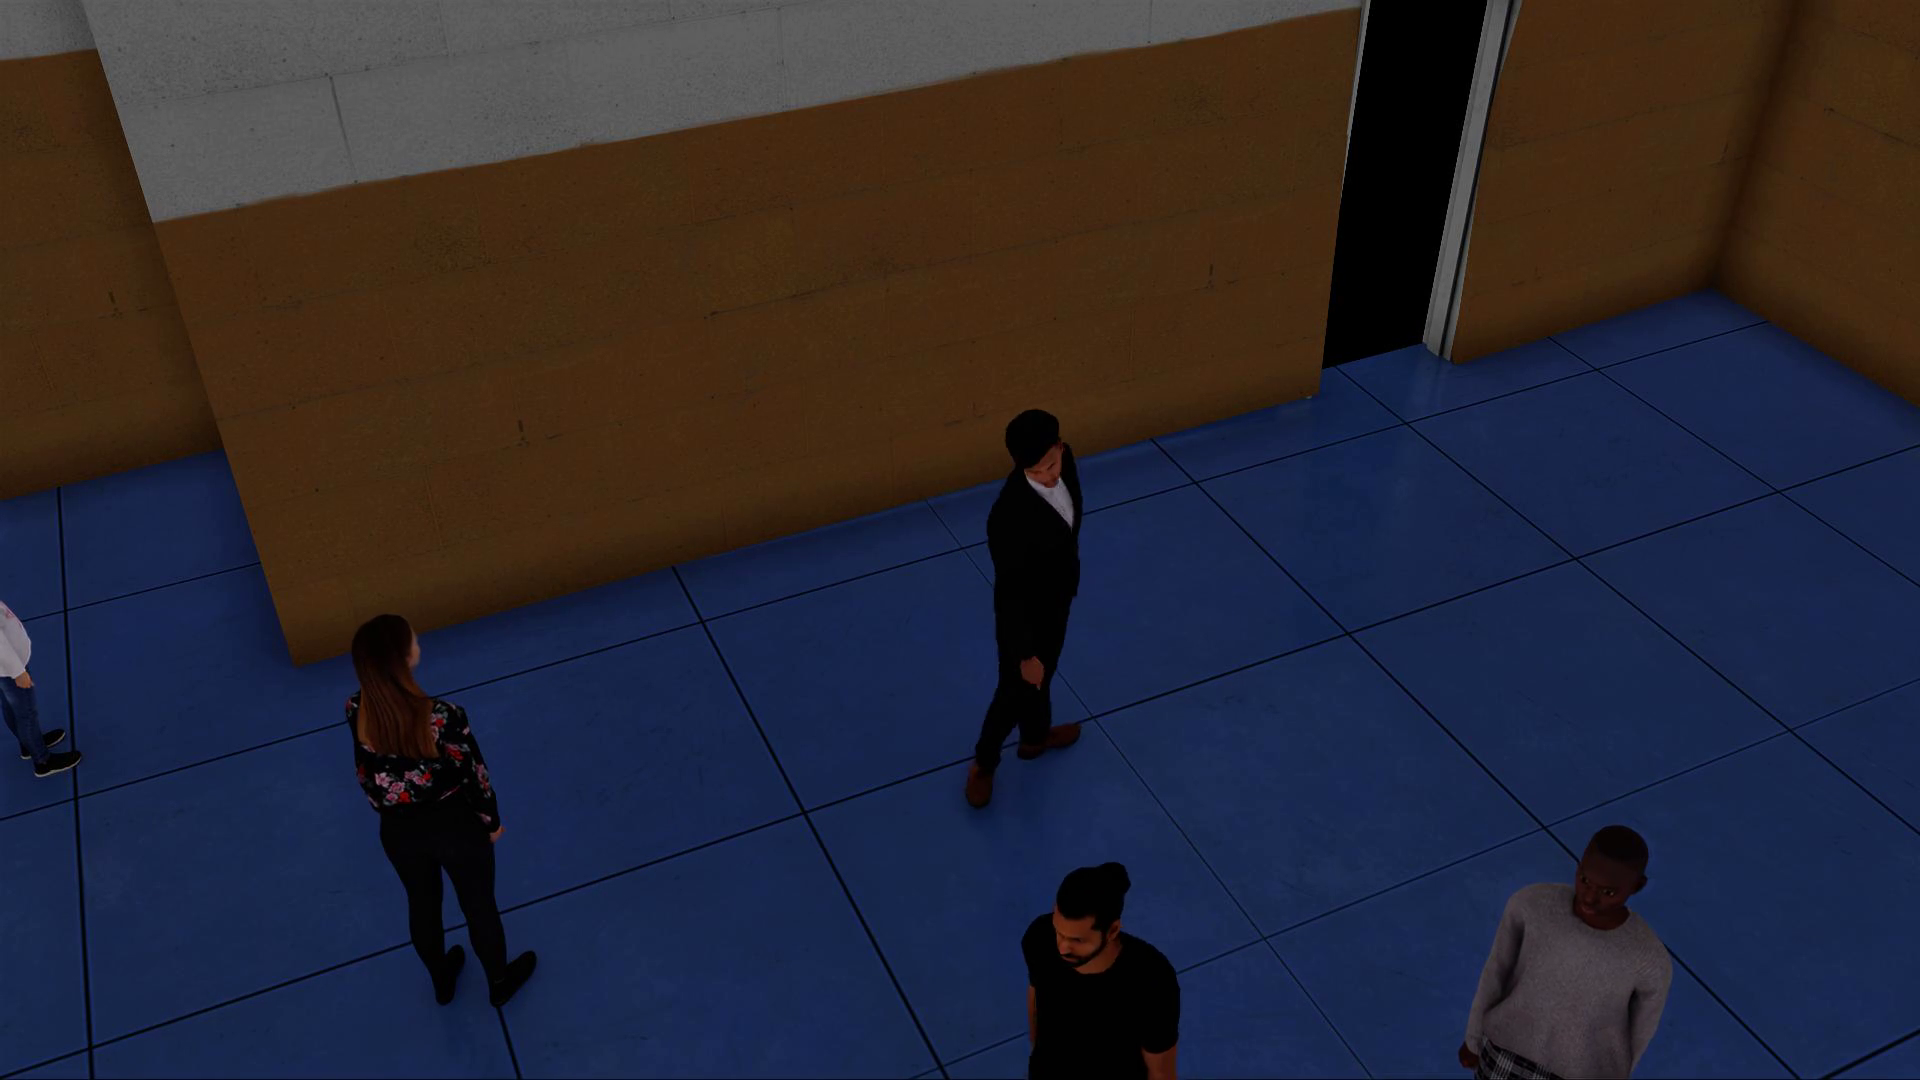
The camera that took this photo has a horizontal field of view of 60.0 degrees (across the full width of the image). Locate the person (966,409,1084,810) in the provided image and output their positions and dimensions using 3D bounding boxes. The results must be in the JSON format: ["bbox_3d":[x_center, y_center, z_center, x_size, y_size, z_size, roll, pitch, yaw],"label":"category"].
[{"bbox_3d":[0.288,0.194,6.399,0.917,1.849,0.884,6,37,8],"label":"person"}]

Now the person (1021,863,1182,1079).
[{"bbox_3d":[0.421,1.514,4.737,1.030,1.735,1.041,18,40,22],"label":"person"}]

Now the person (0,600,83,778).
[{"bbox_3d":[-3.839,0.467,6.651,0.570,1.111,0.488,-31,47,-34],"label":"person"}]

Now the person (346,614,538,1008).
[{"bbox_3d":[-1.762,0.935,5.550,0.656,1.683,0.677,5,37,7],"label":"person"}]

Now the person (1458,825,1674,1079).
[{"bbox_3d":[1.688,1.468,4.766,0.643,1.772,0.760,23,43,27],"label":"person"}]
